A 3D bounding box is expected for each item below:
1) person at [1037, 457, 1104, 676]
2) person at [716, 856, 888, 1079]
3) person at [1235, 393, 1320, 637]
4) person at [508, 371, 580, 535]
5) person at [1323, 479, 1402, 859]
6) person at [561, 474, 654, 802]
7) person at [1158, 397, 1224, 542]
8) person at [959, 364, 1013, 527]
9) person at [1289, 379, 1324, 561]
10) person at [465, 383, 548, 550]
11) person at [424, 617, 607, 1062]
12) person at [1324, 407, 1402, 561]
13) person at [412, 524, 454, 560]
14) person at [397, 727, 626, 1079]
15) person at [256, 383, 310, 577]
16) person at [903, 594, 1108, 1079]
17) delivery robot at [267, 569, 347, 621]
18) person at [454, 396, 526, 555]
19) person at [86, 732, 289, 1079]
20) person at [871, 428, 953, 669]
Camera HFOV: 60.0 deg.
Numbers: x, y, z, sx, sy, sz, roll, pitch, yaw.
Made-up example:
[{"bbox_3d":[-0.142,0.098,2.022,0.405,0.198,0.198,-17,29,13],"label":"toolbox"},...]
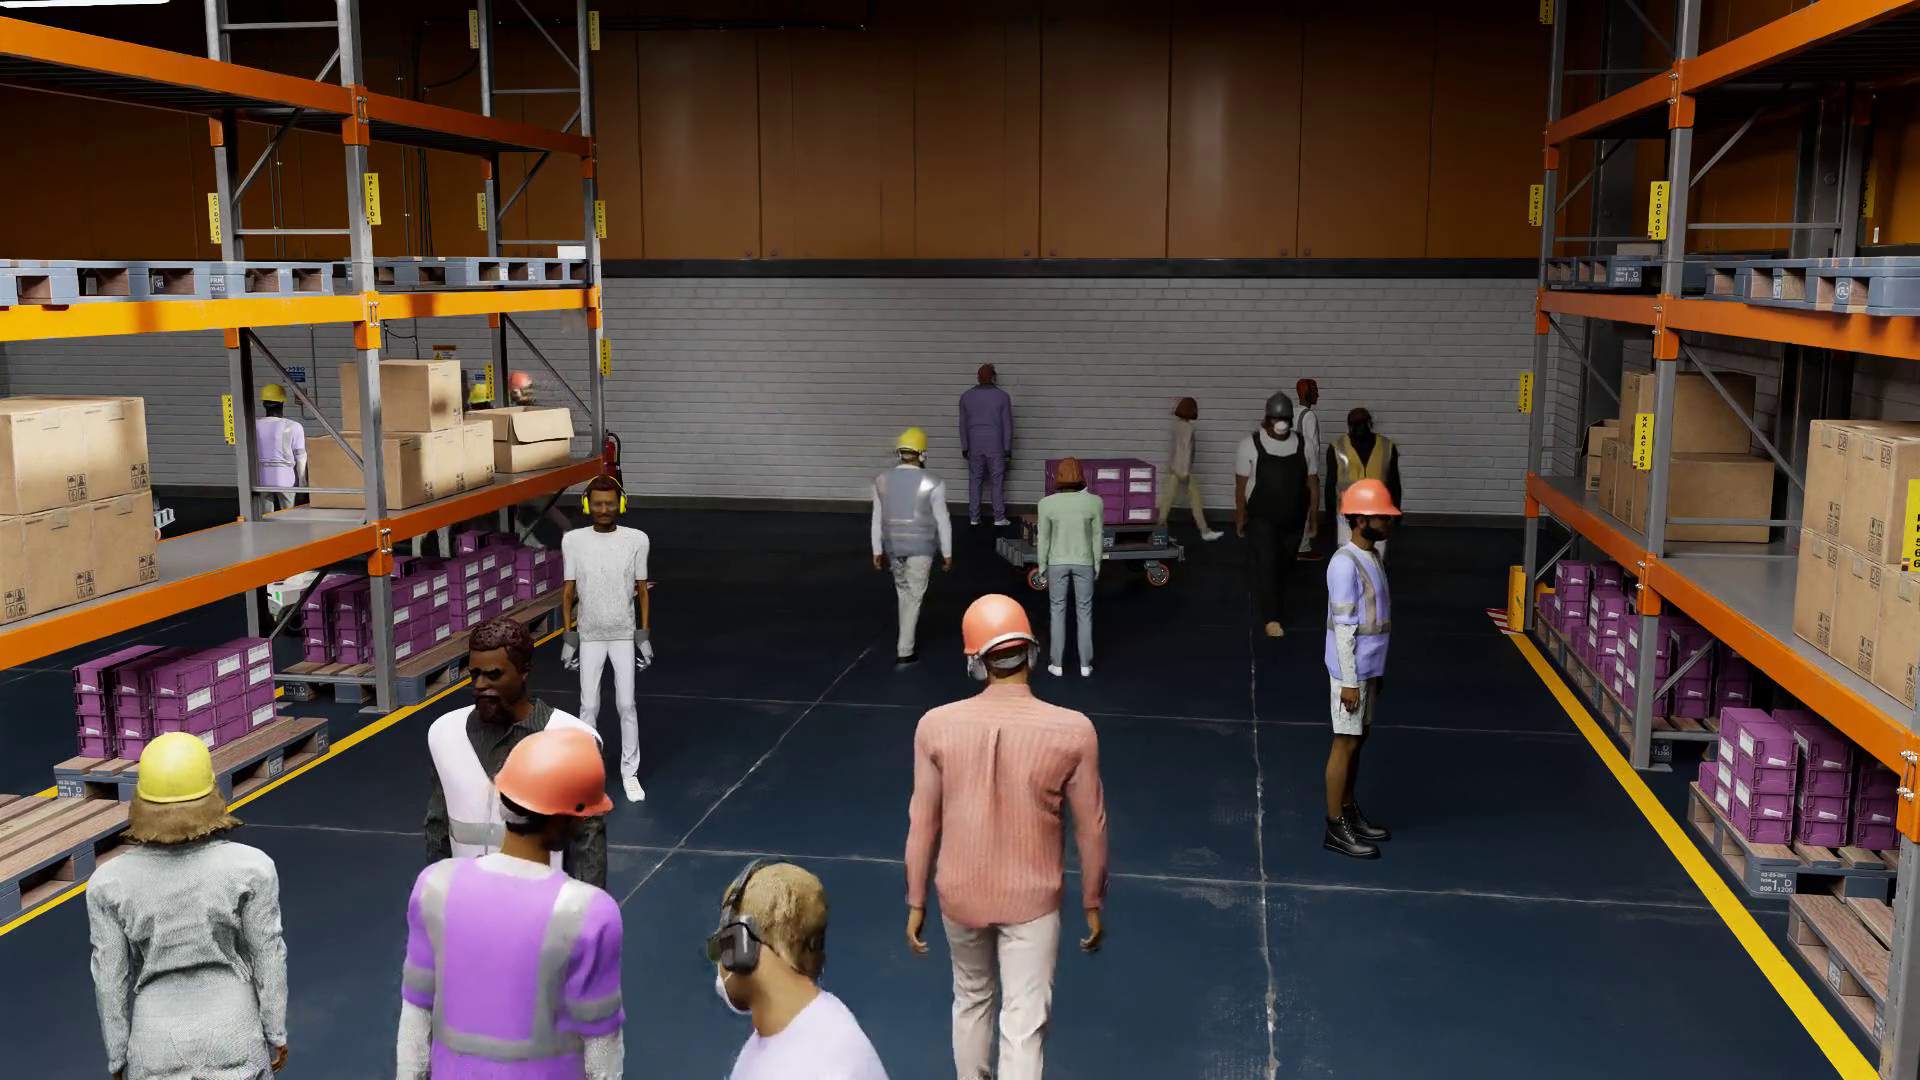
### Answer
[{"bbox_3d":[0.815,0.200,12.320,0.496,1.624,0.311,0,9,2],"label":"person"},{"bbox_3d":[-0.257,1.557,3.144,0.374,1.895,0.708,-3,10,-16],"label":"person"},{"bbox_3d":[2.659,-0.273,13.932,0.685,2.000,0.997,-1,9,-4],"label":"person"},{"bbox_3d":[-4.469,-0.783,17.347,0.916,1.962,0.633,2,9,9],"label":"person"},{"bbox_3d":[2.064,0.648,8.559,0.349,1.942,0.545,5,10,26],"label":"person"},{"bbox_3d":[-1.984,0.556,9.343,0.512,1.873,0.328,-2,9,-13],"label":"person"},{"bbox_3d":[2.526,-0.765,18.286,0.828,1.592,0.517,-2,10,-15],"label":"person"},{"bbox_3d":[0.317,-1.104,19.466,0.643,1.910,0.400,3,10,20],"label":"person"},{"bbox_3d":[3.562,-0.728,17.227,0.356,1.883,0.574,-2,10,-15],"label":"person"},{"bbox_3d":[-4.555,-0.595,16.423,0.831,1.905,0.596,1,9,5],"label":"person"},{"bbox_3d":[-1.423,1.181,5.339,0.596,1.918,0.381,2,9,10],"label":"person"},{"bbox_3d":[3.553,-0.279,14.712,0.673,1.811,0.605,1,9,5],"label":"person"},{"bbox_3d":[-4.993,-0.456,15.721,0.587,1.828,0.404,-4,10,-23],"label":"person"},{"bbox_3d":[-1.078,1.389,4.101,0.583,1.905,0.402,2,9,12],"label":"person"},{"bbox_3d":[-6.496,-0.527,15.844,0.594,1.926,0.368,-1,9,-3],"label":"person"},{"bbox_3d":[0.150,1.162,5.412,0.648,1.953,0.687,3,10,18],"label":"person"},{"bbox_3d":[-5.404,0.435,13.845,0.707,0.478,0.477,-8,12,-42],"label":"delivery robot"},{"bbox_3d":[-4.681,-0.619,16.691,0.944,1.853,0.714,1,9,7],"label":"person"},{"bbox_3d":[-2.119,1.383,4.627,0.489,1.746,0.286,-3,10,-19],"label":"person"},{"bbox_3d":[-0.321,0.045,12.682,0.614,1.802,0.739,4,10,25],"label":"person"}]
